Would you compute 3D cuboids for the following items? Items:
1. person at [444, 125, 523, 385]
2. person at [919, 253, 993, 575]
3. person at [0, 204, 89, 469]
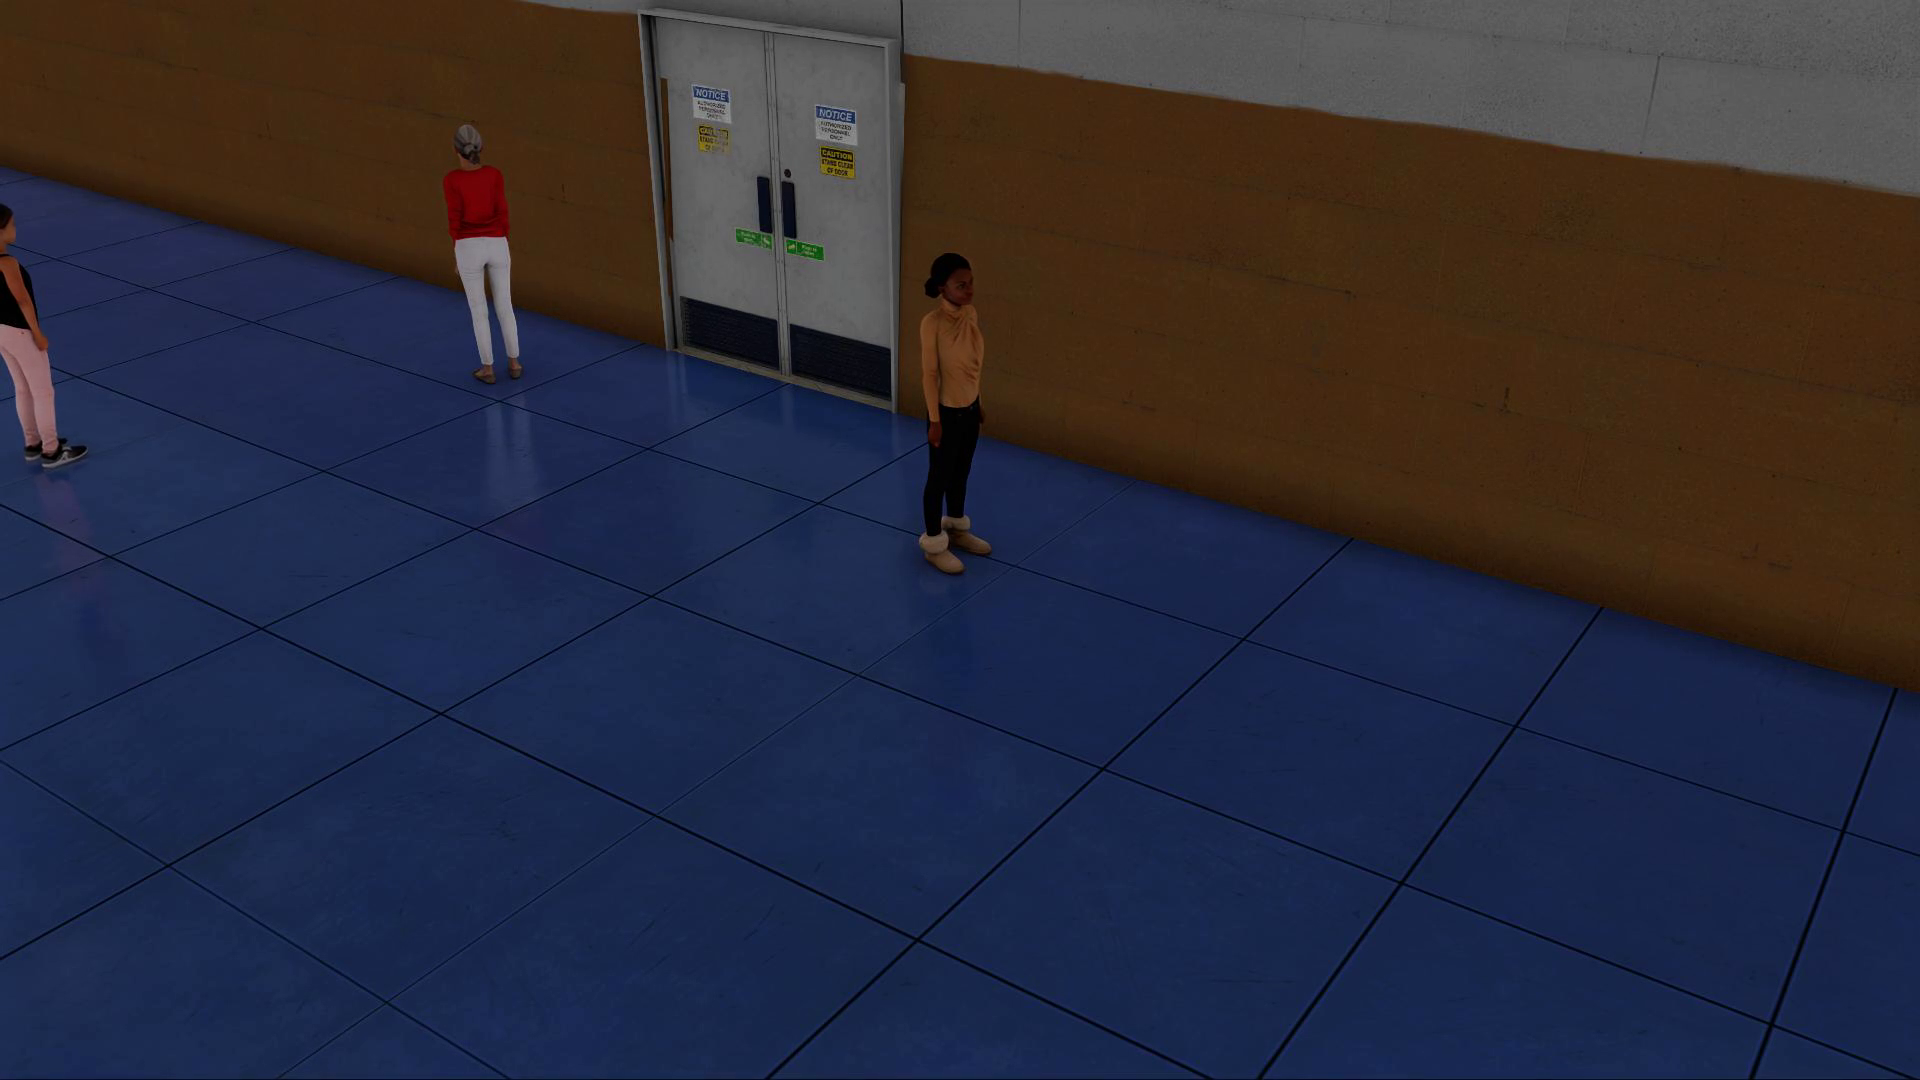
[{"bbox_3d":[-3.088,-1.845,10.773,0.598,1.694,0.691,-15,30,-27],"label":"person"},{"bbox_3d":[-0.043,-0.661,8.476,0.633,1.660,0.482,18,32,31],"label":"person"},{"bbox_3d":[-5.436,-1.174,9.597,0.526,1.562,0.522,16,31,28],"label":"person"}]
